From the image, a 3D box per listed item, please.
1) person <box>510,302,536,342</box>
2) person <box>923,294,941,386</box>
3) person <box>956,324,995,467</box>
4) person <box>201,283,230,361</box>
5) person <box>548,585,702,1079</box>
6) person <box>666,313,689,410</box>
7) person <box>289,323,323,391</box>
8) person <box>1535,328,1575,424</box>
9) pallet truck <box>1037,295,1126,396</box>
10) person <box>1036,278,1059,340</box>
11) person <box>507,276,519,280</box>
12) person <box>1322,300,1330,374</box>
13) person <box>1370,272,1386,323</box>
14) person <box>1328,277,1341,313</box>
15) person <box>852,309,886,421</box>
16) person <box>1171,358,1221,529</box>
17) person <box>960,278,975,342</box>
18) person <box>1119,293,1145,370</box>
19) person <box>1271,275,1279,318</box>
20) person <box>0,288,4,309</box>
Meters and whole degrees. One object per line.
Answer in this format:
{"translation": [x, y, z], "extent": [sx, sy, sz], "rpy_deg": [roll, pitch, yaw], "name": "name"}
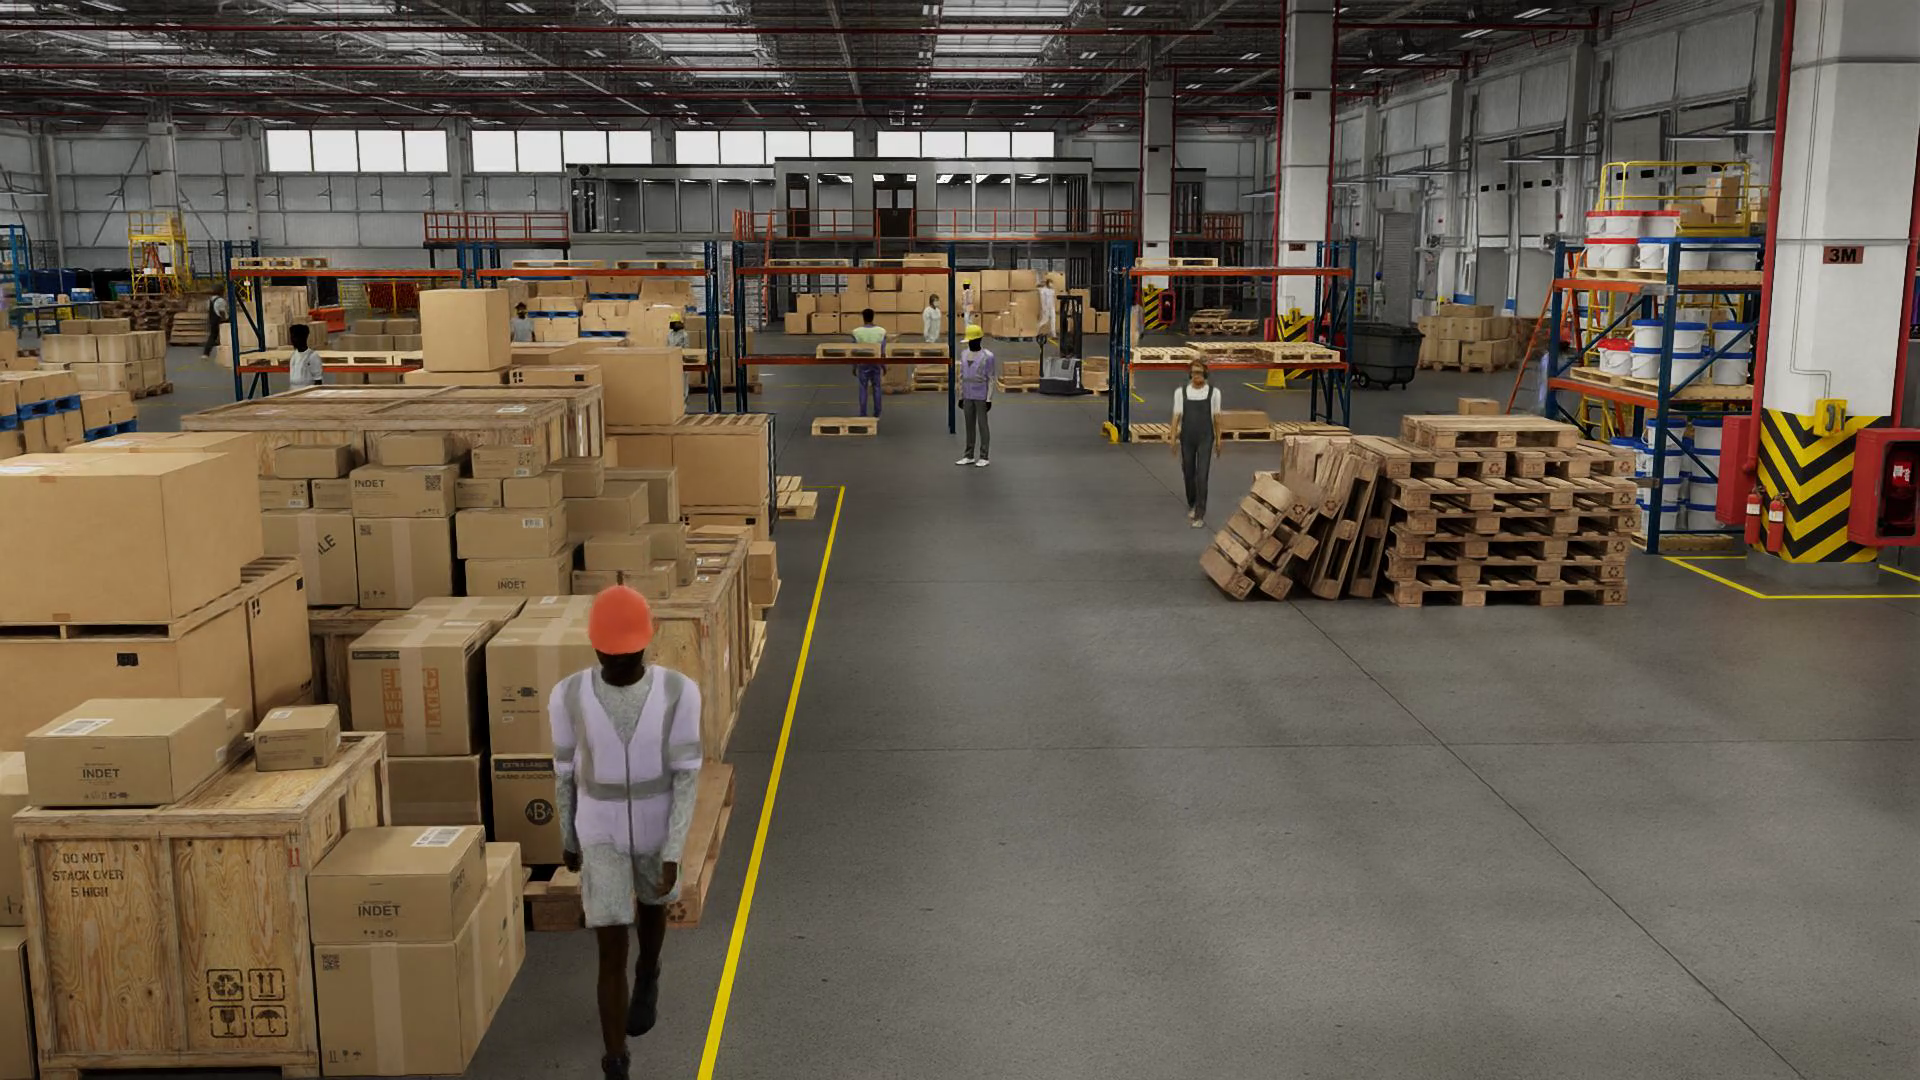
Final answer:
{"translation": [-8.575, -3.755, 32.775], "extent": [0.552, 1.847, 0.422], "rpy_deg": [-6, 12, -31], "name": "person"}
{"translation": [-0.579, -4.246, 35.266], "extent": [0.366, 1.936, 0.630], "rpy_deg": [5, 11, 24], "name": "person"}
{"translation": [0.207, -1.953, 22.515], "extent": [0.585, 1.927, 0.375], "rpy_deg": [9, 13, 40], "name": "person"}
{"translation": [-18.877, -5.563, 42.310], "extent": [0.682, 2.000, 1.007], "rpy_deg": [6, 12, 29], "name": "person"}
{"translation": [-1.199, 1.049, 6.020], "extent": [0.531, 1.867, 1.077], "rpy_deg": [-2, 10, -11], "name": "person"}
{"translation": [-5.118, -3.219, 30.080], "extent": [0.484, 1.744, 0.295], "rpy_deg": [5, 11, 27], "name": "person"}
{"translation": [-8.650, -1.874, 21.966], "extent": [0.607, 1.966, 0.367], "rpy_deg": [7, 12, 35], "name": "person"}
{"translation": [8.091, -1.939, 22.597], "extent": [0.553, 1.877, 1.013], "rpy_deg": [-7, 12, -34], "name": "person"}
{"translation": [2.483, -3.881, 33.060], "extent": [1.885, 1.965, 0.823], "rpy_deg": [-7, 13, -36], "name": "pallet truck"}
{"translation": [2.705, -7.131, 51.398], "extent": [0.632, 1.912, 0.786], "rpy_deg": [-9, 14, -42], "name": "person"}
{"translation": [-17.986, -9.904, 66.933], "extent": [0.575, 1.884, 0.355], "rpy_deg": [2, 10, 12], "name": "person"}
{"translation": [8.357, -4.654, 38.196], "extent": [0.580, 1.701, 0.317], "rpy_deg": [-2, 10, -8], "name": "person"}
{"translation": [14.994, -8.637, 59.686], "extent": [0.605, 1.951, 0.380], "rpy_deg": [7, 12, 32], "name": "person"}
{"translation": [14.860, -9.821, 66.202], "extent": [0.632, 1.977, 0.516], "rpy_deg": [0, 10, -1], "name": "person"}
{"translation": [-1.532, -2.961, 28.202], "extent": [0.590, 1.910, 0.393], "rpy_deg": [-2, 10, -11], "name": "person"}
{"translation": [2.552, -1.065, 17.922], "extent": [0.521, 1.818, 0.888], "rpy_deg": [3, 11, 15], "name": "person"}
{"translation": [0.221, -6.936, 50.267], "extent": [0.357, 1.930, 0.591], "rpy_deg": [5, 11, 27], "name": "person"}
{"translation": [4.077, -4.962, 39.547], "extent": [0.652, 1.829, 0.442], "rpy_deg": [-1, 10, -5], "name": "person"}
{"translation": [11.447, -8.757, 60.416], "extent": [0.373, 1.929, 0.542], "rpy_deg": [3, 11, 17], "name": "person"}
{"translation": [-29.285, -7.049, 50.627], "extent": [0.615, 2.027, 0.544], "rpy_deg": [8, 13, 37], "name": "person"}
